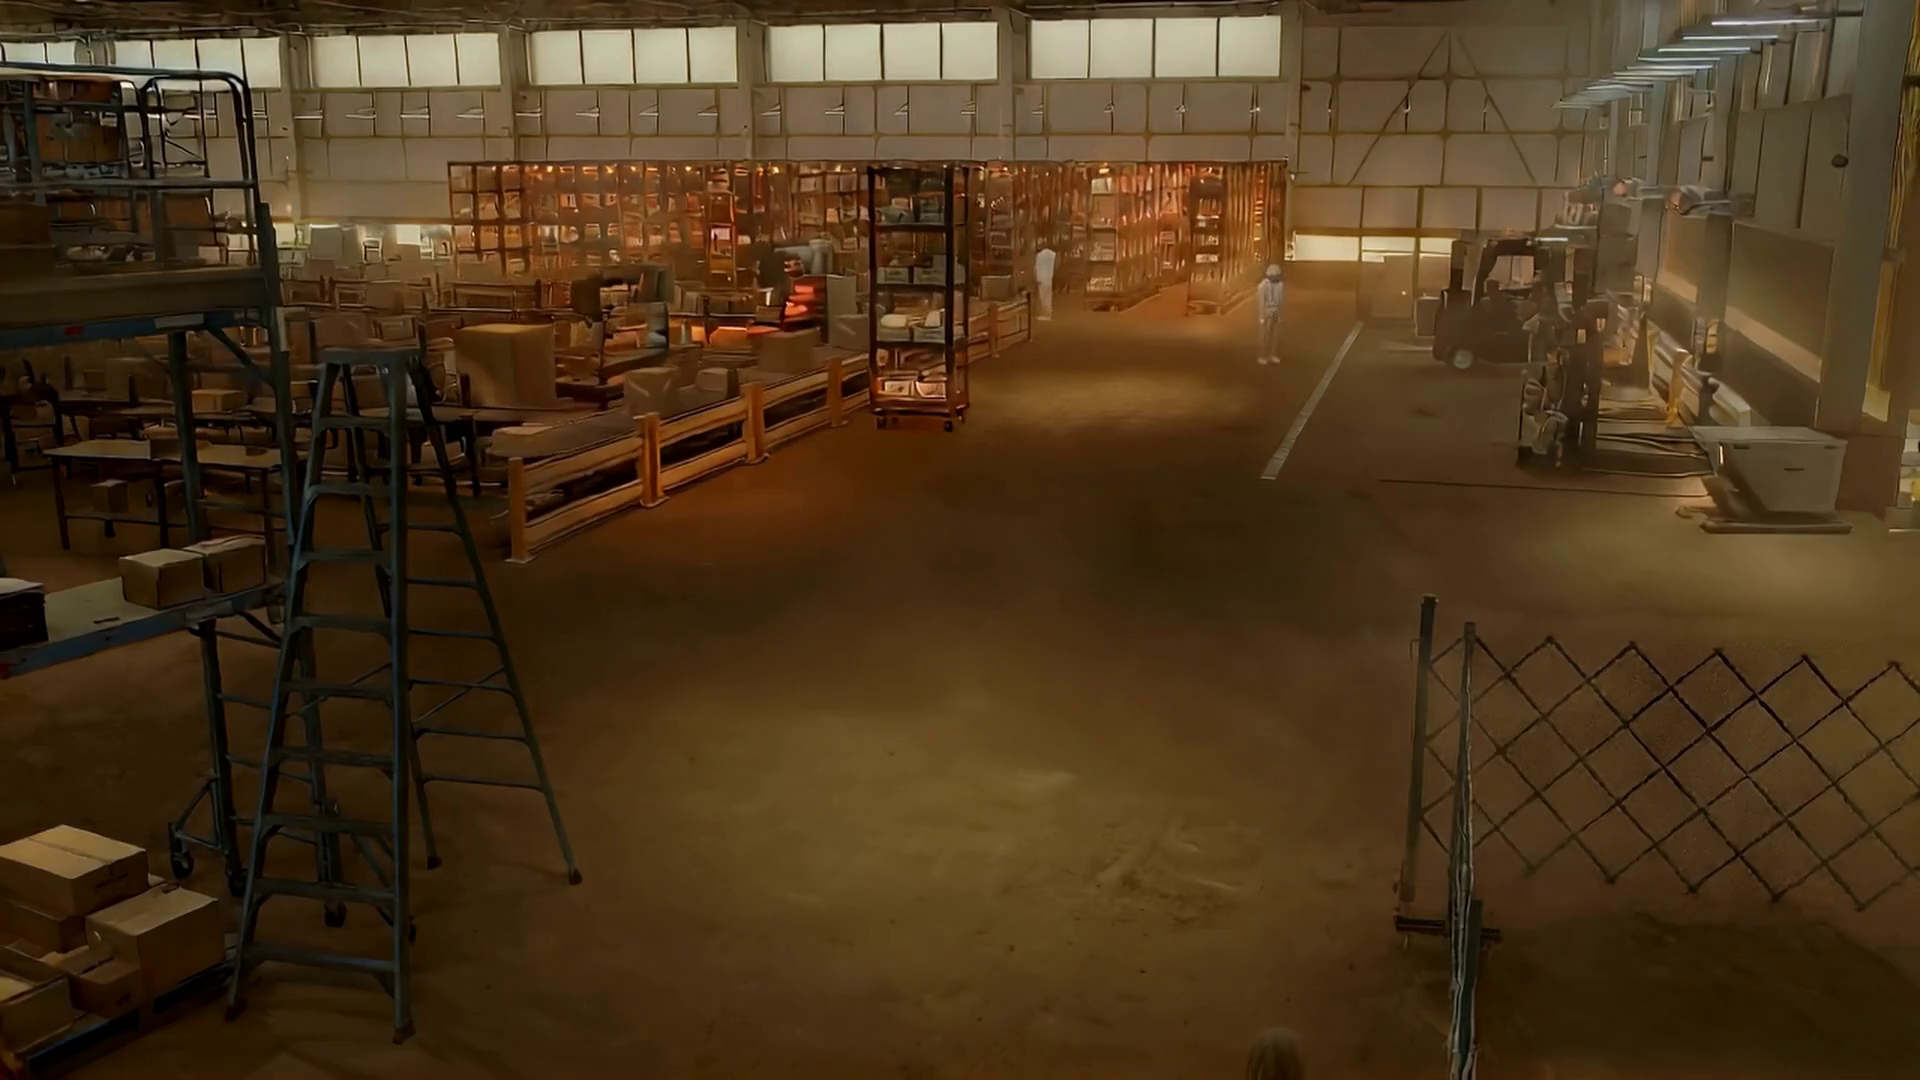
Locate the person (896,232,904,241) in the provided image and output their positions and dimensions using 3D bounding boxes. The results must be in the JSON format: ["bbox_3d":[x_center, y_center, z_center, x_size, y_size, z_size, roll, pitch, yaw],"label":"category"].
[{"bbox_3d":[-1.971,-9.076,51.759,0.579,1.828,0.436,3,13,13],"label":"person"}]

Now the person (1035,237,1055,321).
[{"bbox_3d":[1.935,-6.011,38.358,0.406,1.911,0.637,7,15,27],"label":"person"}]

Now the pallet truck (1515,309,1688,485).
[{"bbox_3d":[7.554,-1.677,19.446,1.885,1.965,0.823,3,13,14],"label":"pallet truck"}]

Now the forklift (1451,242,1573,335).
[{"bbox_3d":[10.464,-4.597,31.405,2.680,1.987,1.157,4,14,16],"label":"forklift"}]

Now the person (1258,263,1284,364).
[{"bbox_3d":[5.720,-4.153,30.506,0.600,1.827,0.403,-10,16,-37],"label":"person"}]

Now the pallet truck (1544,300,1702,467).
[{"bbox_3d":[8.263,-1.952,20.631,1.885,1.965,0.823,5,14,20],"label":"pallet truck"}]

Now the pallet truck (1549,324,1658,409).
[{"bbox_3d":[9.824,-2.669,25.407,1.601,1.201,0.680,4,14,16],"label":"pallet truck"}]

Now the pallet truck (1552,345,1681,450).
[{"bbox_3d":[8.641,-1.896,21.908,1.630,1.274,0.653,4,14,16],"label":"pallet truck"}]

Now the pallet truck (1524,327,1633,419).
[{"bbox_3d":[9.065,-2.460,24.370,1.522,1.261,0.704,3,13,14],"label":"pallet truck"}]

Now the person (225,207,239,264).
[{"bbox_3d":[-25.594,-10.709,58.498,0.409,1.986,0.608,3,13,12],"label":"person"}]

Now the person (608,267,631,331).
[{"bbox_3d":[-6.205,-4.095,30.399,0.533,1.765,0.330,9,16,33],"label":"person"}]

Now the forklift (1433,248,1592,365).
[{"bbox_3d":[9.780,-4.111,29.280,2.680,1.987,1.157,3,13,14],"label":"forklift"}]
